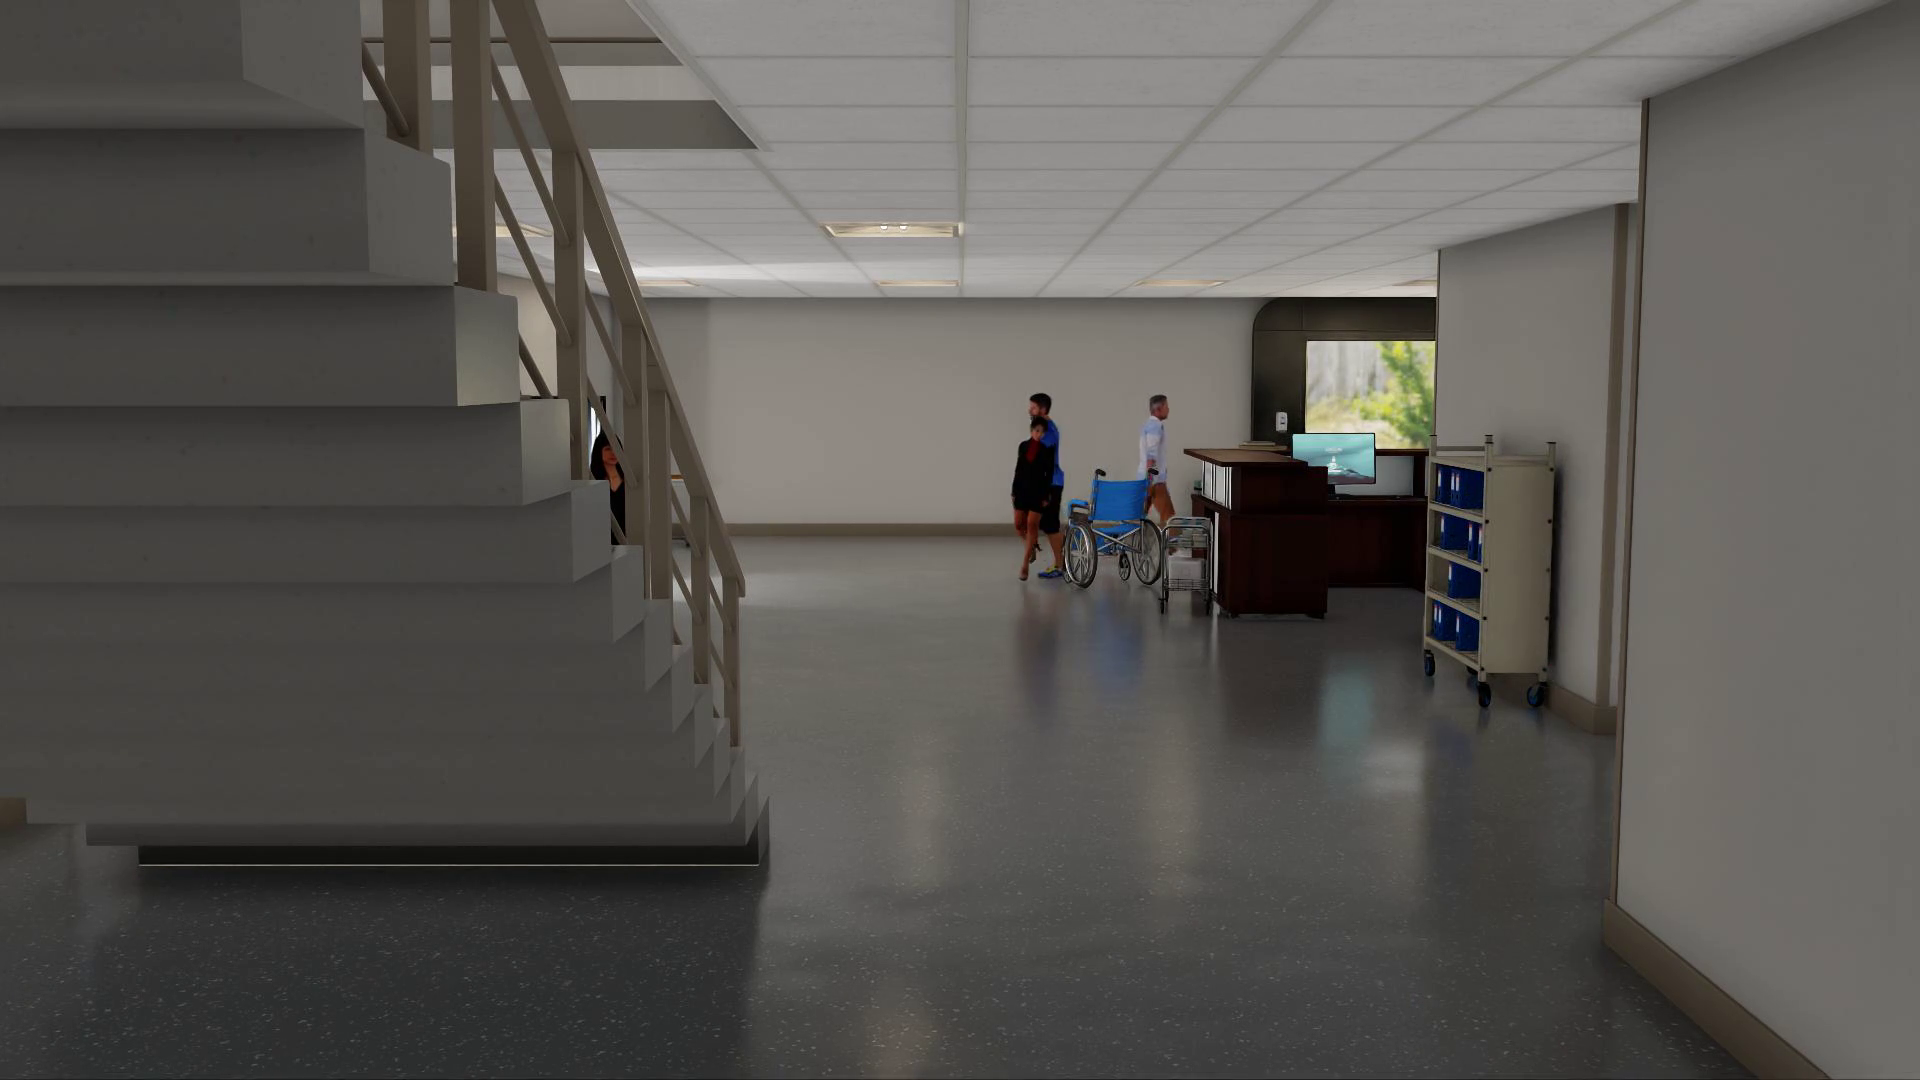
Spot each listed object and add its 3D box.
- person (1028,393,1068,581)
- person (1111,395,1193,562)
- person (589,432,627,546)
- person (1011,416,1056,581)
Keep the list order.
[{"bbox_3d":[0.900,-0.528,16.534,0.789,1.846,0.588,1,6,10],"label":"person"},{"bbox_3d":[1.964,-0.632,17.835,0.816,1.793,1.163,0,6,-4],"label":"person"},{"bbox_3d":[-2.493,0.051,11.779,0.646,1.647,0.691,-5,7,-39],"label":"person"},{"bbox_3d":[0.749,-0.406,16.474,0.804,1.615,0.907,4,7,31],"label":"person"}]
